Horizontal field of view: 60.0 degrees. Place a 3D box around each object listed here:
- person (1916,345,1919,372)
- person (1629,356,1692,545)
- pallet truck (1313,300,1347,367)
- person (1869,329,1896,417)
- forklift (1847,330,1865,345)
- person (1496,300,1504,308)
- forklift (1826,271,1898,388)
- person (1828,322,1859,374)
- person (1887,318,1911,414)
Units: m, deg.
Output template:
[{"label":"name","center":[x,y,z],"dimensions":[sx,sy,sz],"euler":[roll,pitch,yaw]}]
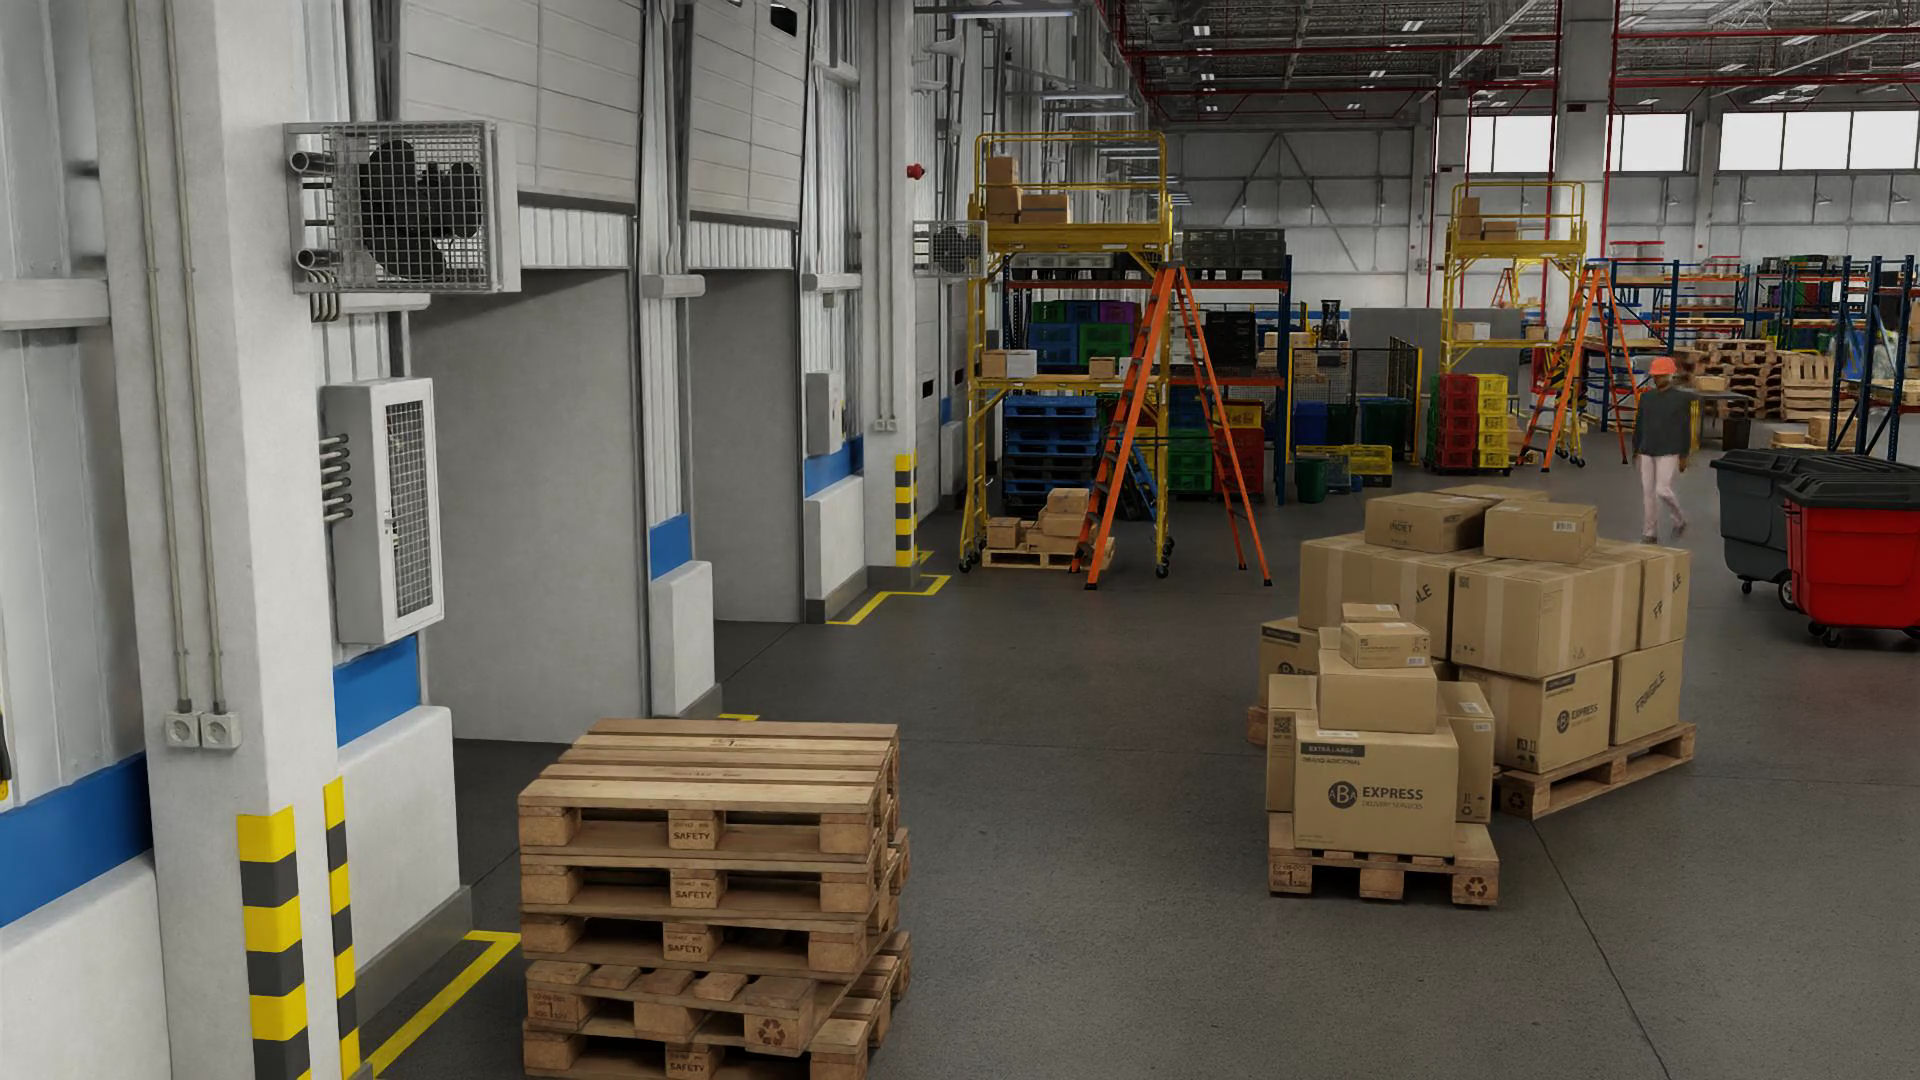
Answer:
[{"label":"person","center":[19.655,-3.526,33.461],"dimensions":[0.744,1.917,0.464],"euler":[5,10,26]},{"label":"person","center":[7.218,-0.906,17.136],"dimensions":[0.488,1.982,0.632],"euler":[-5,10,-26]},{"label":"pallet truck","center":[11.159,-6.200,49.718],"dimensions":[0.823,1.965,1.885],"euler":[4,10,26]},{"label":"person","center":[18.050,-3.283,32.585],"dimensions":[0.485,1.713,0.830],"euler":[-2,9,-11]},{"label":"forklift","center":[26.450,-6.326,47.781],"dimensions":[1.873,2.768,1.129],"euler":[2,9,9]},{"label":"person","center":[17.538,-6.816,53.815],"dimensions":[0.718,1.908,0.584],"euler":[0,9,-2]},{"label":"forklift","center":[21.069,-4.771,38.191],"dimensions":[1.873,2.768,1.129],"euler":[1,9,9]},{"label":"person","center":[17.882,-3.496,33.639],"dimensions":[0.527,1.797,0.955],"euler":[-5,11,-29]},{"label":"person","center":[18.729,-3.490,33.260],"dimensions":[0.639,1.914,0.570],"euler":[-3,10,-19]}]
